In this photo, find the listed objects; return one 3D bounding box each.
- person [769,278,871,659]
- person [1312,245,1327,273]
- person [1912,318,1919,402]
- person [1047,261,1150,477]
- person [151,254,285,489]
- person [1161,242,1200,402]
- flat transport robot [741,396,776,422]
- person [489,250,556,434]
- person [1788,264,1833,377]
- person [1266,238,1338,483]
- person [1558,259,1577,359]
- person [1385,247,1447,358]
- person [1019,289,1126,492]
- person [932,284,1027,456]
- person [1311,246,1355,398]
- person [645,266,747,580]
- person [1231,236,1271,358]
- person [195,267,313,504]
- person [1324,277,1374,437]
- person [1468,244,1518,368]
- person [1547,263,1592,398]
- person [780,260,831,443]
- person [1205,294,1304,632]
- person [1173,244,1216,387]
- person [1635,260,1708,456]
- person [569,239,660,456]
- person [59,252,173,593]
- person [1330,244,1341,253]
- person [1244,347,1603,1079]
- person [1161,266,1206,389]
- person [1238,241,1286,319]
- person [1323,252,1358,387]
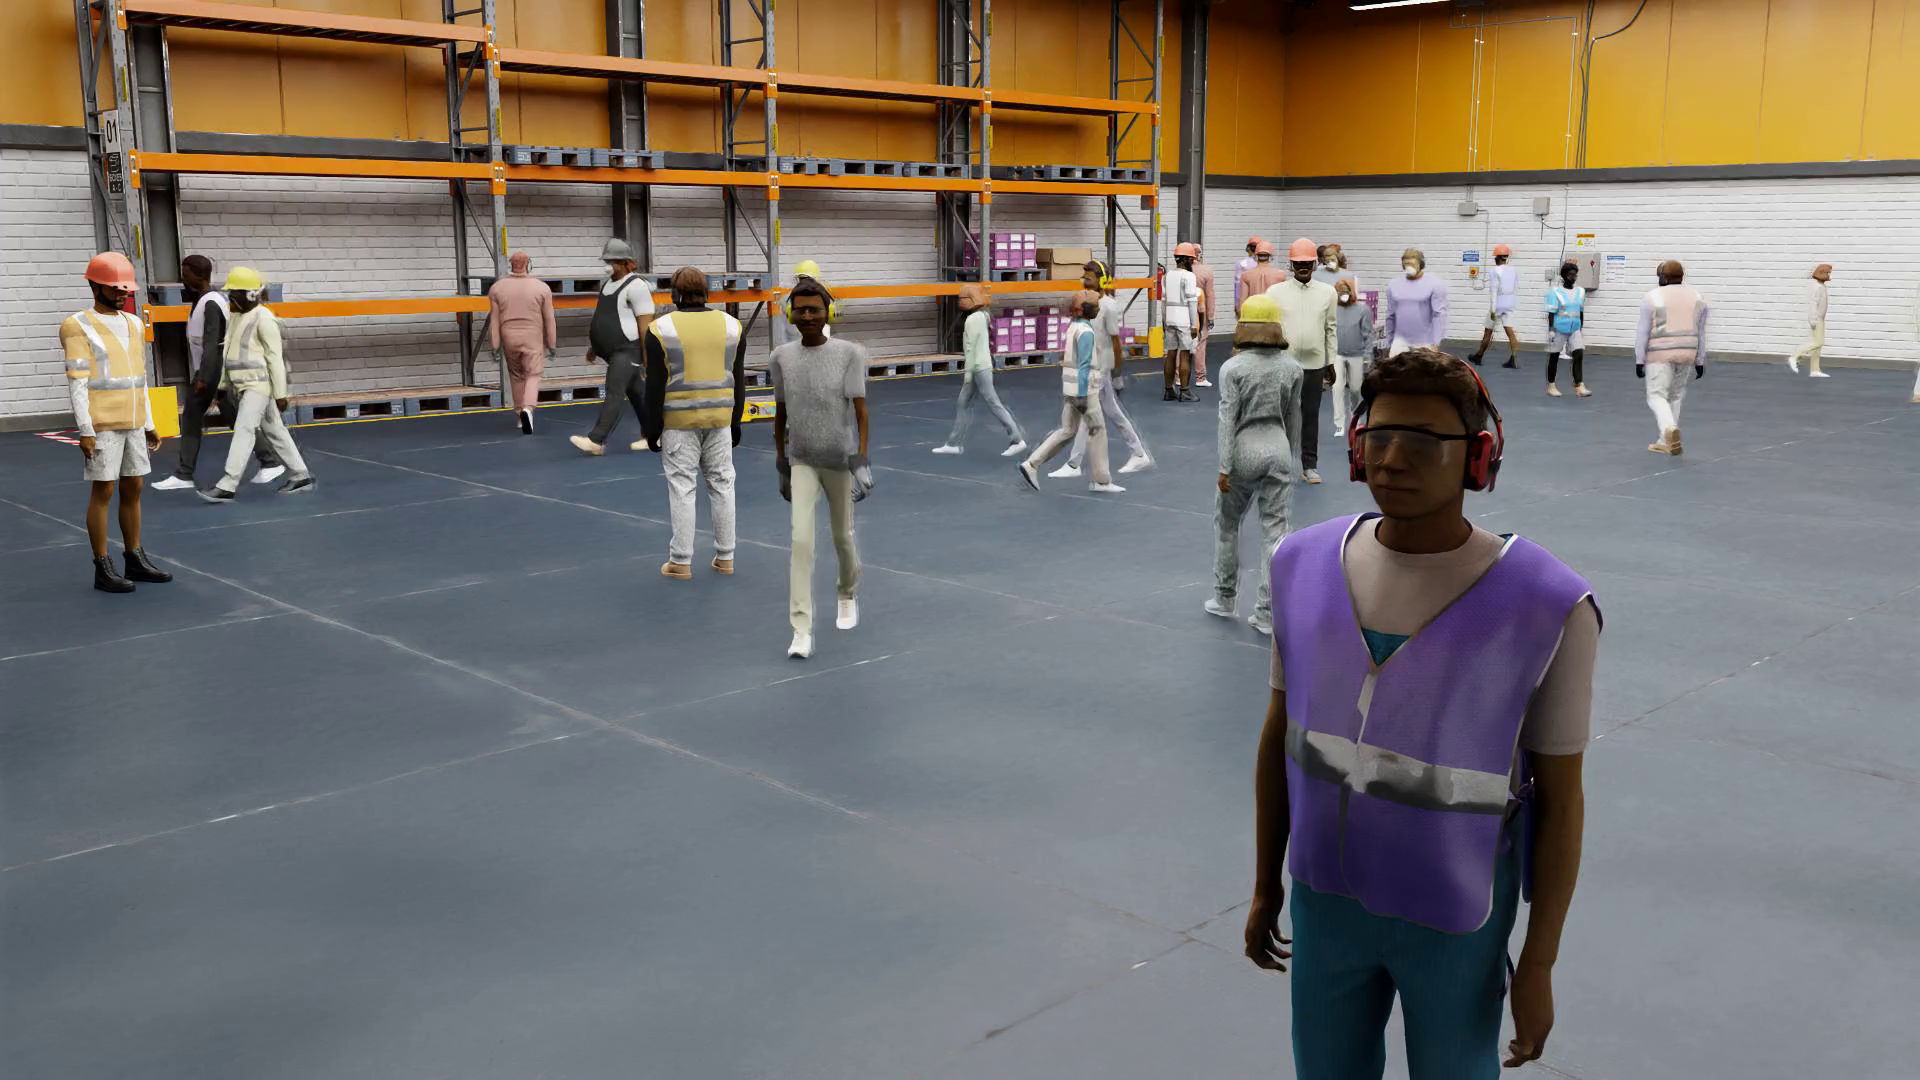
[{"bbox_3d":[-0.676,-0.382,8.247,0.536,1.825,0.995,1,10,5],"label":"person"},{"bbox_3d":[5.574,-3.606,25.692,0.516,1.865,0.329,2,11,8],"label":"person"},{"bbox_3d":[11.838,-2.517,19.865,0.767,1.816,0.650,10,14,43],"label":"person"},{"bbox_3d":[1.213,-1.435,14.029,0.966,1.827,0.512,-3,11,-14],"label":"person"},{"bbox_3d":[-5.994,-1.352,13.386,0.979,1.877,0.612,-8,13,-38],"label":"person"},{"bbox_3d":[2.695,-2.644,20.258,0.376,1.932,0.543,-8,13,-36],"label":"person"},{"bbox_3d":[-2.032,-1.477,18.428,1.431,0.197,0.652,-7,13,-34],"label":"flat transport robot"},{"bbox_3d":[-4.508,-2.040,17.143,0.655,1.879,0.867,0,10,-1],"label":"person"},{"bbox_3d":[12.211,-3.134,23.760,0.449,1.619,0.522,9,14,40],"label":"person"},{"bbox_3d":[2.770,-1.448,13.566,0.625,1.992,0.388,0,10,0],"label":"person"},{"bbox_3d":[9.946,-3.787,27.295,0.310,1.637,0.523,2,11,10],"label":"person"},{"bbox_3d":[4.566,-1.967,16.672,0.664,1.918,0.695,7,13,35],"label":"person"},{"bbox_3d":[0.886,-1.162,13.067,0.781,1.612,0.523,-2,11,-9],"label":"person"},{"bbox_3d":[0.207,-1.555,15.268,0.885,1.584,0.506,1,10,8],"label":"person"},{"bbox_3d":[4.661,-2.769,21.065,0.630,1.899,0.943,-1,10,-6],"label":"person"},{"bbox_3d":[-1.570,-0.687,9.837,0.627,1.844,0.429,-6,12,-31],"label":"person"},{"bbox_3d":[4.605,-3.811,26.453,0.613,1.987,1.006,-1,10,-6],"label":"person"},{"bbox_3d":[-5.434,-1.189,12.751,0.945,1.786,0.593,-9,14,-40],"label":"person"},{"bbox_3d":[3.947,-1.874,16.950,0.543,1.603,0.707,3,11,16],"label":"person"},{"bbox_3d":[8.289,-3.591,25.575,0.560,1.881,1.019,-4,11,-23],"label":"person"},{"bbox_3d":[7.562,-2.583,20.627,0.555,1.663,0.771,-2,11,-12],"label":"person"},{"bbox_3d":[-1.534,-1.848,16.337,0.597,1.788,0.957,5,12,27],"label":"person"},{"bbox_3d":[1.511,-0.411,8.649,0.496,1.709,0.730,-3,11,-16],"label":"person"},{"bbox_3d":[3.123,-3.000,22.274,0.643,1.908,0.408,6,12,29],"label":"person"},{"bbox_3d":[6.510,-1.647,15.177,0.660,1.811,0.765,-1,10,-4],"label":"person"},{"bbox_3d":[-3.212,-1.816,15.444,1.023,2.000,0.692,-7,12,-33],"label":"person"},{"bbox_3d":[-4.811,-0.672,9.515,0.369,1.929,0.542,3,11,17],"label":"person"},{"bbox_3d":[6.419,-4.148,28.613,0.490,1.870,0.598,-2,11,-12],"label":"person"},{"bbox_3d":[0.734,0.608,2.748,0.566,1.849,0.387,9,14,41],"label":"person"},{"bbox_3d":[2.772,-2.596,20.682,0.548,1.676,0.654,1,10,8],"label":"person"},{"bbox_3d":[3.912,-2.879,21.486,0.621,1.961,0.985,2,11,10],"label":"person"},{"bbox_3d":[5.111,-2.960,22.346,0.515,1.812,0.899,-1,10,-4],"label":"person"}]
